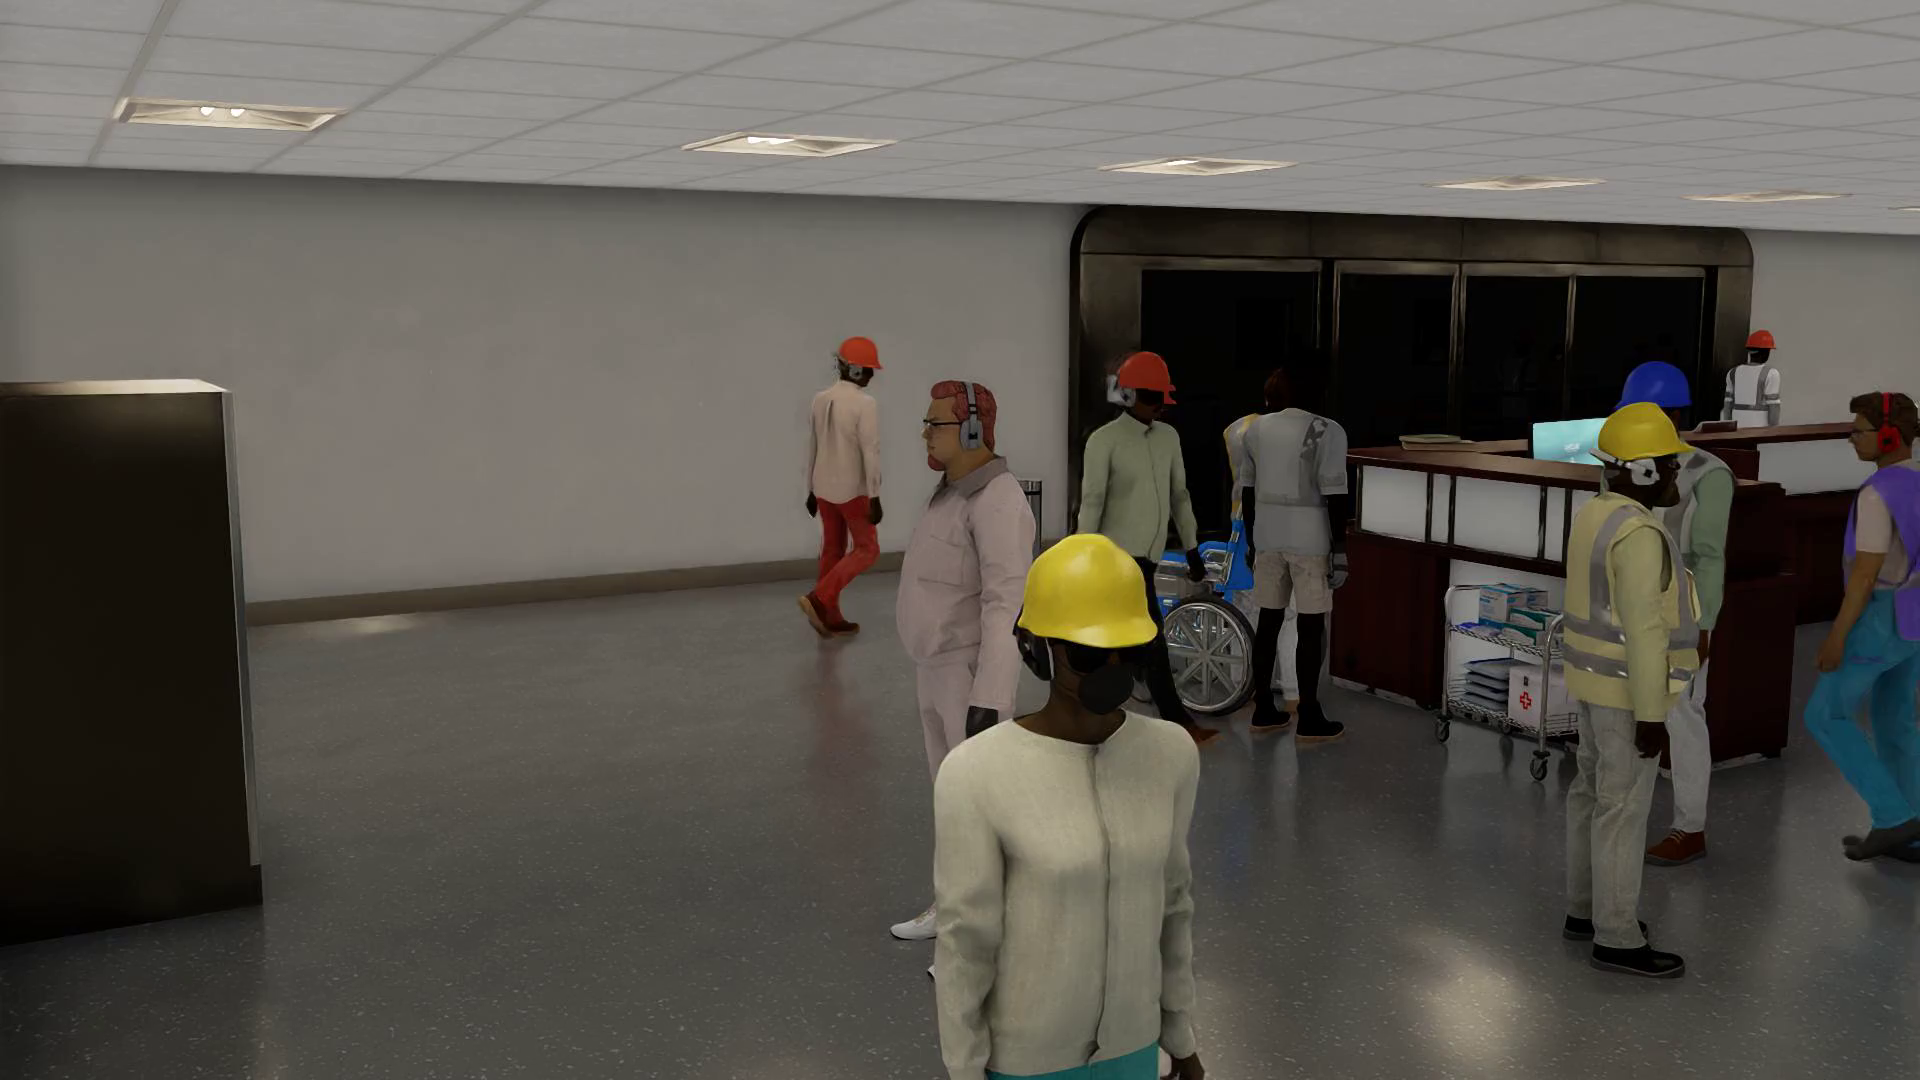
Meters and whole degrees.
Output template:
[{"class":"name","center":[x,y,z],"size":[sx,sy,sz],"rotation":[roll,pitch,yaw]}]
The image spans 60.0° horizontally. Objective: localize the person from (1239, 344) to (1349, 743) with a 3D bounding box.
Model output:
[{"class":"person","center":[1.667,0.013,8.246],"size":[0.362,1.963,0.613],"rotation":[-7,11,-42]}]

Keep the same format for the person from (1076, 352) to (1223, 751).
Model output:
[{"class":"person","center":[0.865,0.036,8.254],"size":[1.089,1.937,0.602],"rotation":[7,11,42]}]

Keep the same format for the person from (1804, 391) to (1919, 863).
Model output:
[{"class":"person","center":[3.522,0.350,6.322],"size":[0.600,1.827,0.452],"rotation":[-6,10,-38]}]

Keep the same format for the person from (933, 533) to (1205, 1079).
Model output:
[{"class":"person","center":[0.195,0.864,2.812],"size":[0.524,1.769,0.325],"rotation":[-4,9,-29]}]

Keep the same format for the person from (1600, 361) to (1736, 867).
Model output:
[{"class":"person","center":[2.682,0.279,6.451],"size":[0.420,1.938,0.601],"rotation":[-4,9,-25]}]

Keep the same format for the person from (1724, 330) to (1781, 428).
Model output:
[{"class":"person","center":[7.745,-1.075,16.230],"size":[0.364,1.935,0.553],"rotation":[-5,9,-31]}]

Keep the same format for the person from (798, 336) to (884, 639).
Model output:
[{"class":"person","center":[-0.775,-0.310,10.581],"size":[0.598,1.965,0.682],"rotation":[-7,11,-43]}]

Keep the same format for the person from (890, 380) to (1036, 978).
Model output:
[{"class":"person","center":[-0.004,0.440,5.376],"size":[0.410,1.909,0.643],"rotation":[-3,8,-19]}]

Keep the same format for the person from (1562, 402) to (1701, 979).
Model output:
[{"class":"person","center":[2.168,0.473,5.391],"size":[0.403,1.837,0.590],"rotation":[1,8,4]}]

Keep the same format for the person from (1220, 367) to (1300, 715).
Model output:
[{"class":"person","center":[1.681,0.006,8.793],"size":[0.628,1.835,0.429],"rotation":[5,9,31]}]
